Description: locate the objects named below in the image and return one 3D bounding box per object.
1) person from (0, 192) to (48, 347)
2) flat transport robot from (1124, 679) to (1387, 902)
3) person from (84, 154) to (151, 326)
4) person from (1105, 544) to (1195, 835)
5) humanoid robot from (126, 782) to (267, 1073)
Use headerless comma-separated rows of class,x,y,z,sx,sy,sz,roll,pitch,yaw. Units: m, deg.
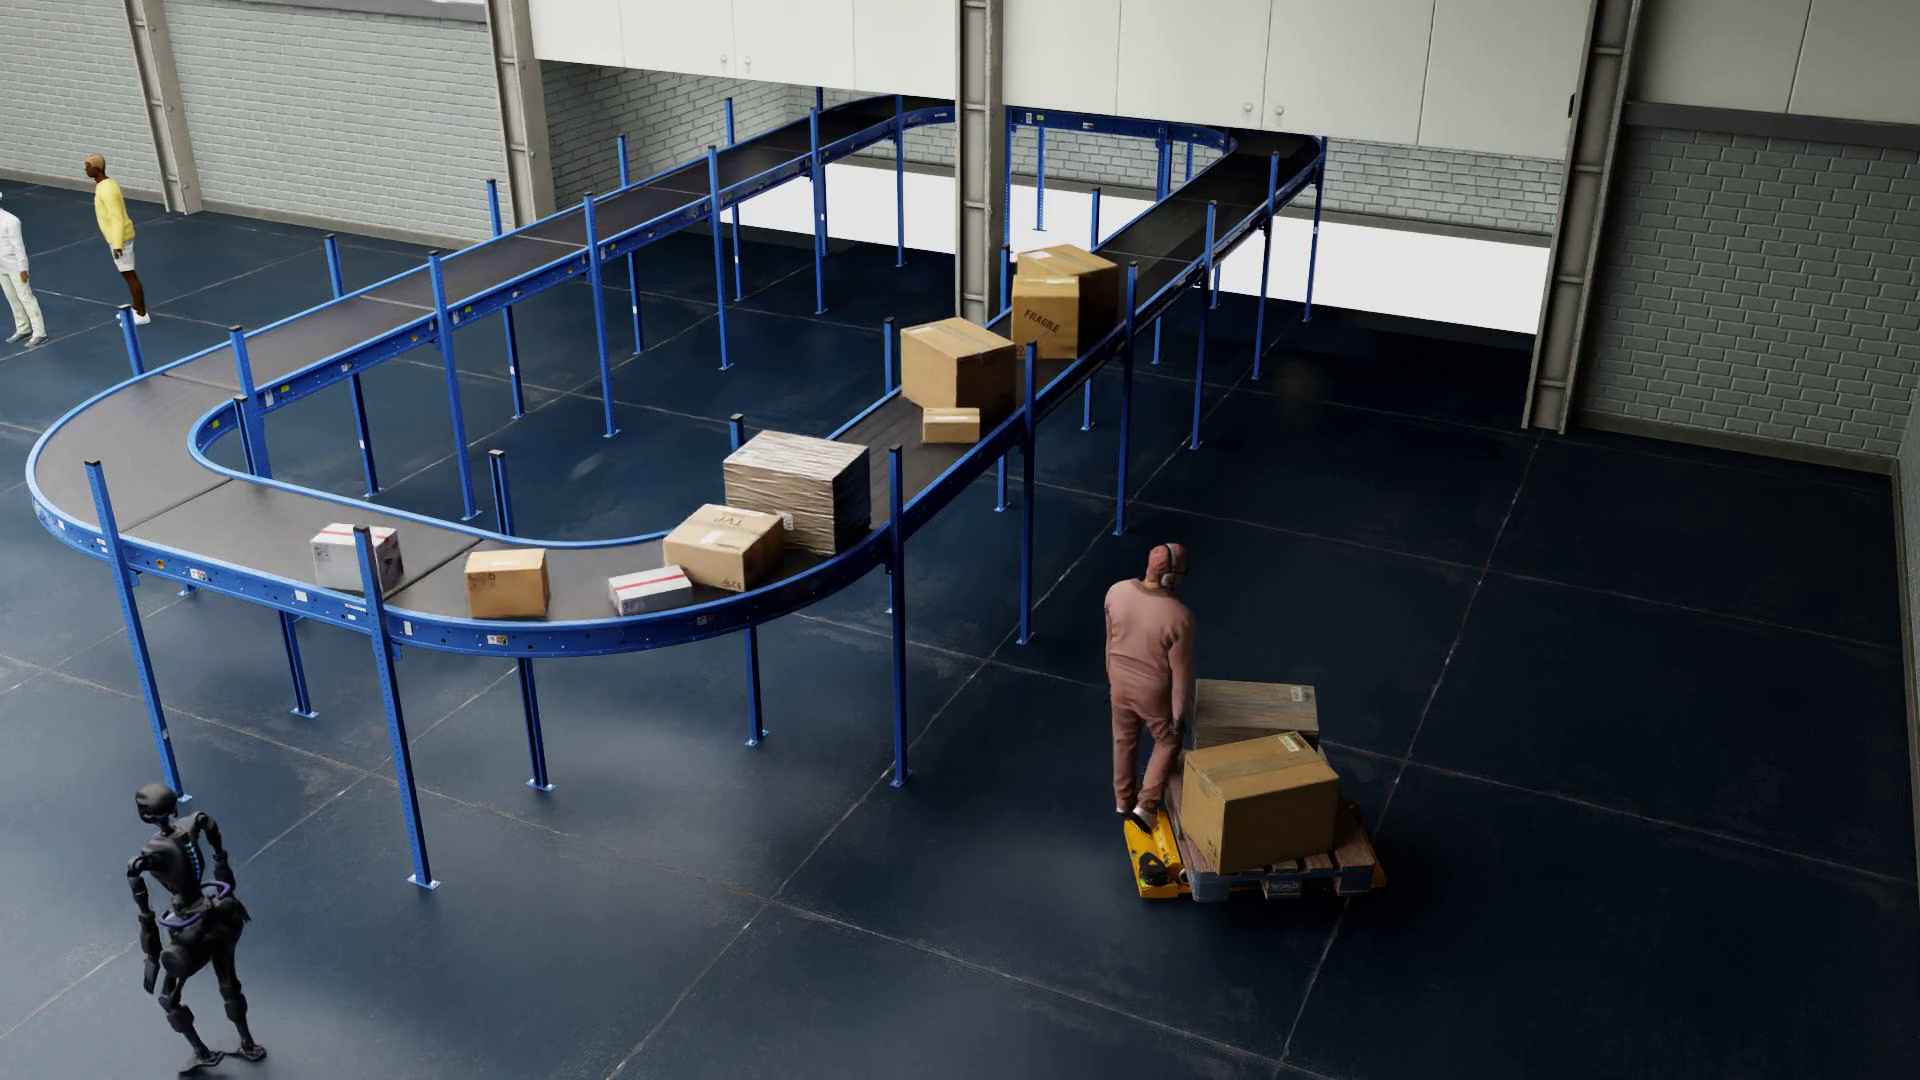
person,-10.153,-2.927,17.715,0.565,1.743,0.349,13,29,24
flat transport robot,1.728,1.823,9.803,1.431,0.231,0.659,-2,26,-3
person,-9.267,-3.298,18.290,0.378,1.898,0.542,-13,29,-25
person,1.089,0.899,9.853,0.636,1.886,0.536,16,31,29
humanoid robot,-3.723,1.885,8.096,0.369,1.643,0.611,10,28,19
